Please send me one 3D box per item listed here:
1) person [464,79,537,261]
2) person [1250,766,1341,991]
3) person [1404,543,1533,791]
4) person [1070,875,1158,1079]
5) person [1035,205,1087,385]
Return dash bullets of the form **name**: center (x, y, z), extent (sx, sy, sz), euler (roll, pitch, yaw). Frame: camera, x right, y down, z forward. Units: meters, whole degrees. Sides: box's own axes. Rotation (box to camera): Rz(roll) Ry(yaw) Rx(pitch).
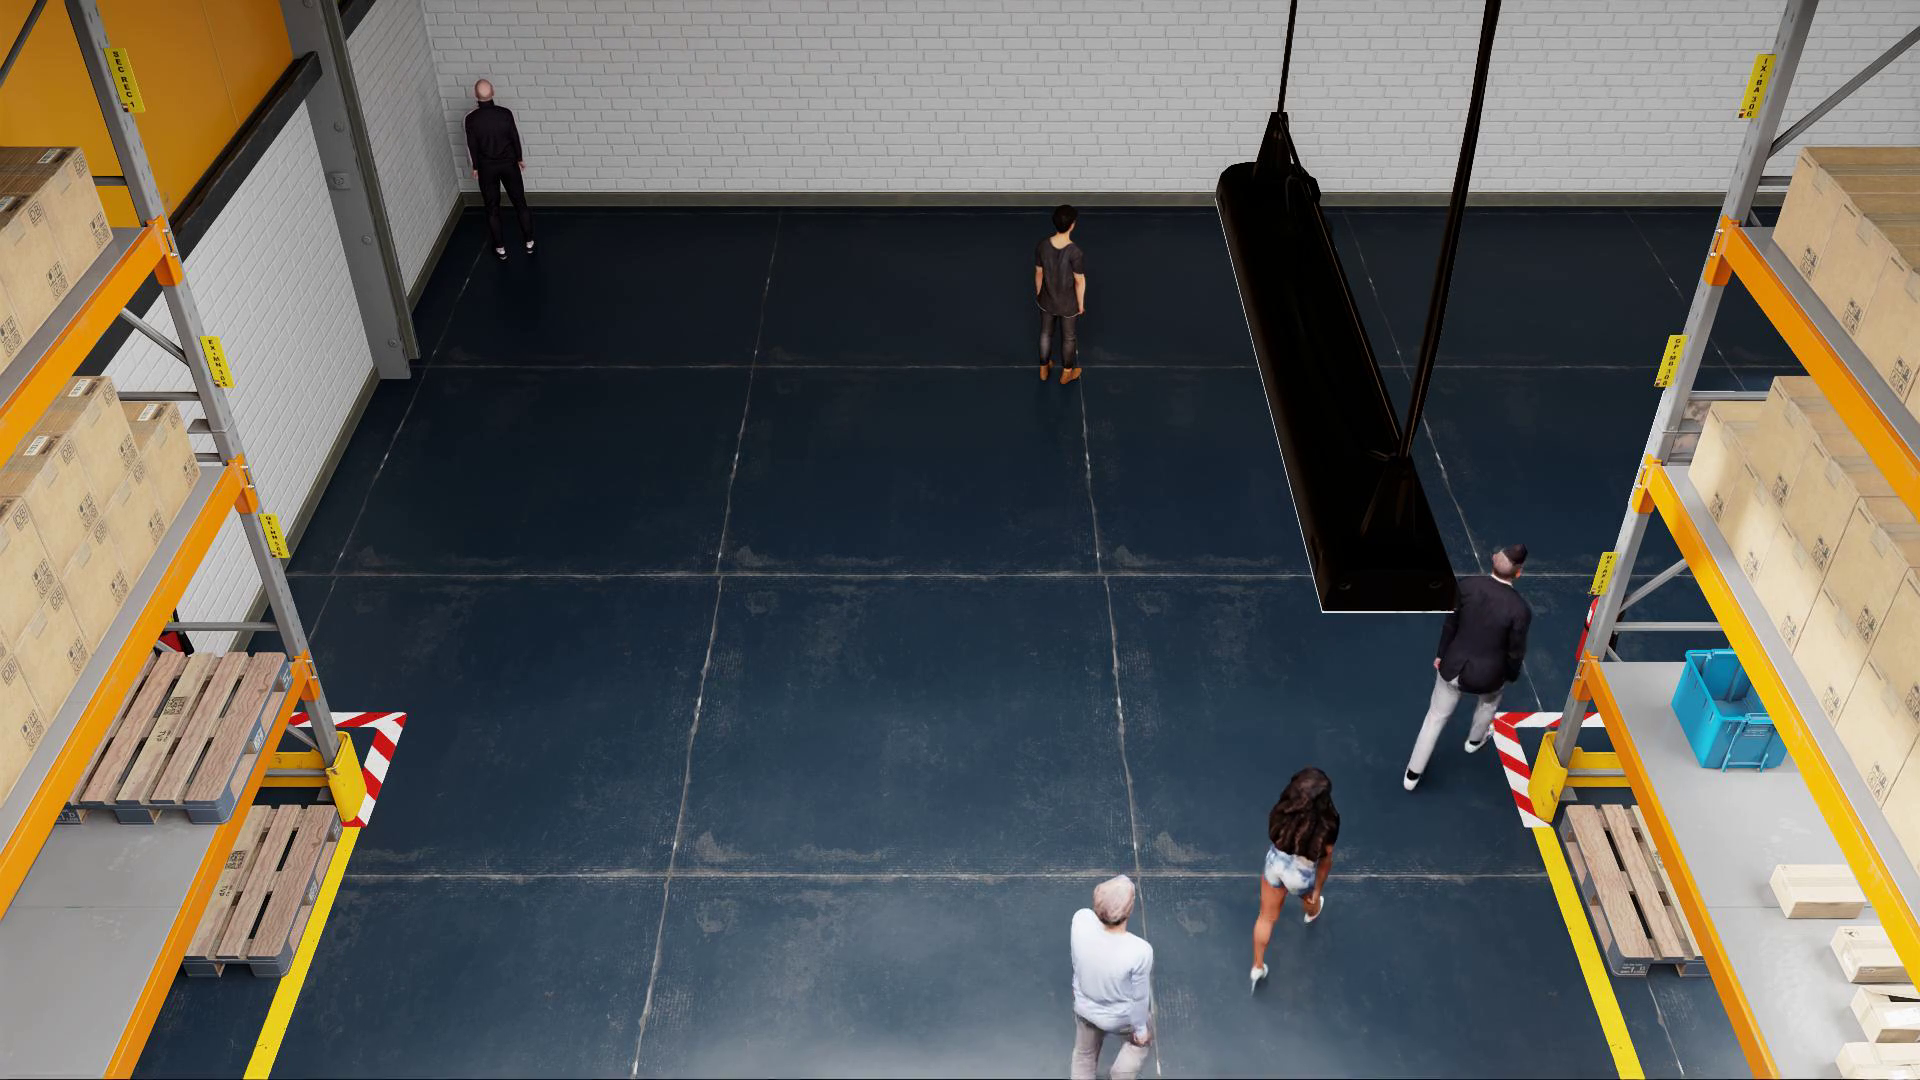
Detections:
- **person**: center (-4.562, -3.666, 16.444), extent (0.761, 1.836, 0.728), euler (-15, 41, -18)
- **person**: center (1.870, 1.979, 9.583), extent (0.934, 1.578, 1.086), euler (24, 45, 27)
- **person**: center (3.285, 0.878, 10.716), extent (1.140, 1.884, 1.221), euler (26, 45, 29)
- **person**: center (0.724, 2.499, 8.688), extent (0.822, 1.882, 0.862), euler (26, 45, 29)
- **person**: center (0.878, -2.159, 14.652), extent (0.705, 1.717, 0.704), euler (18, 42, 21)
